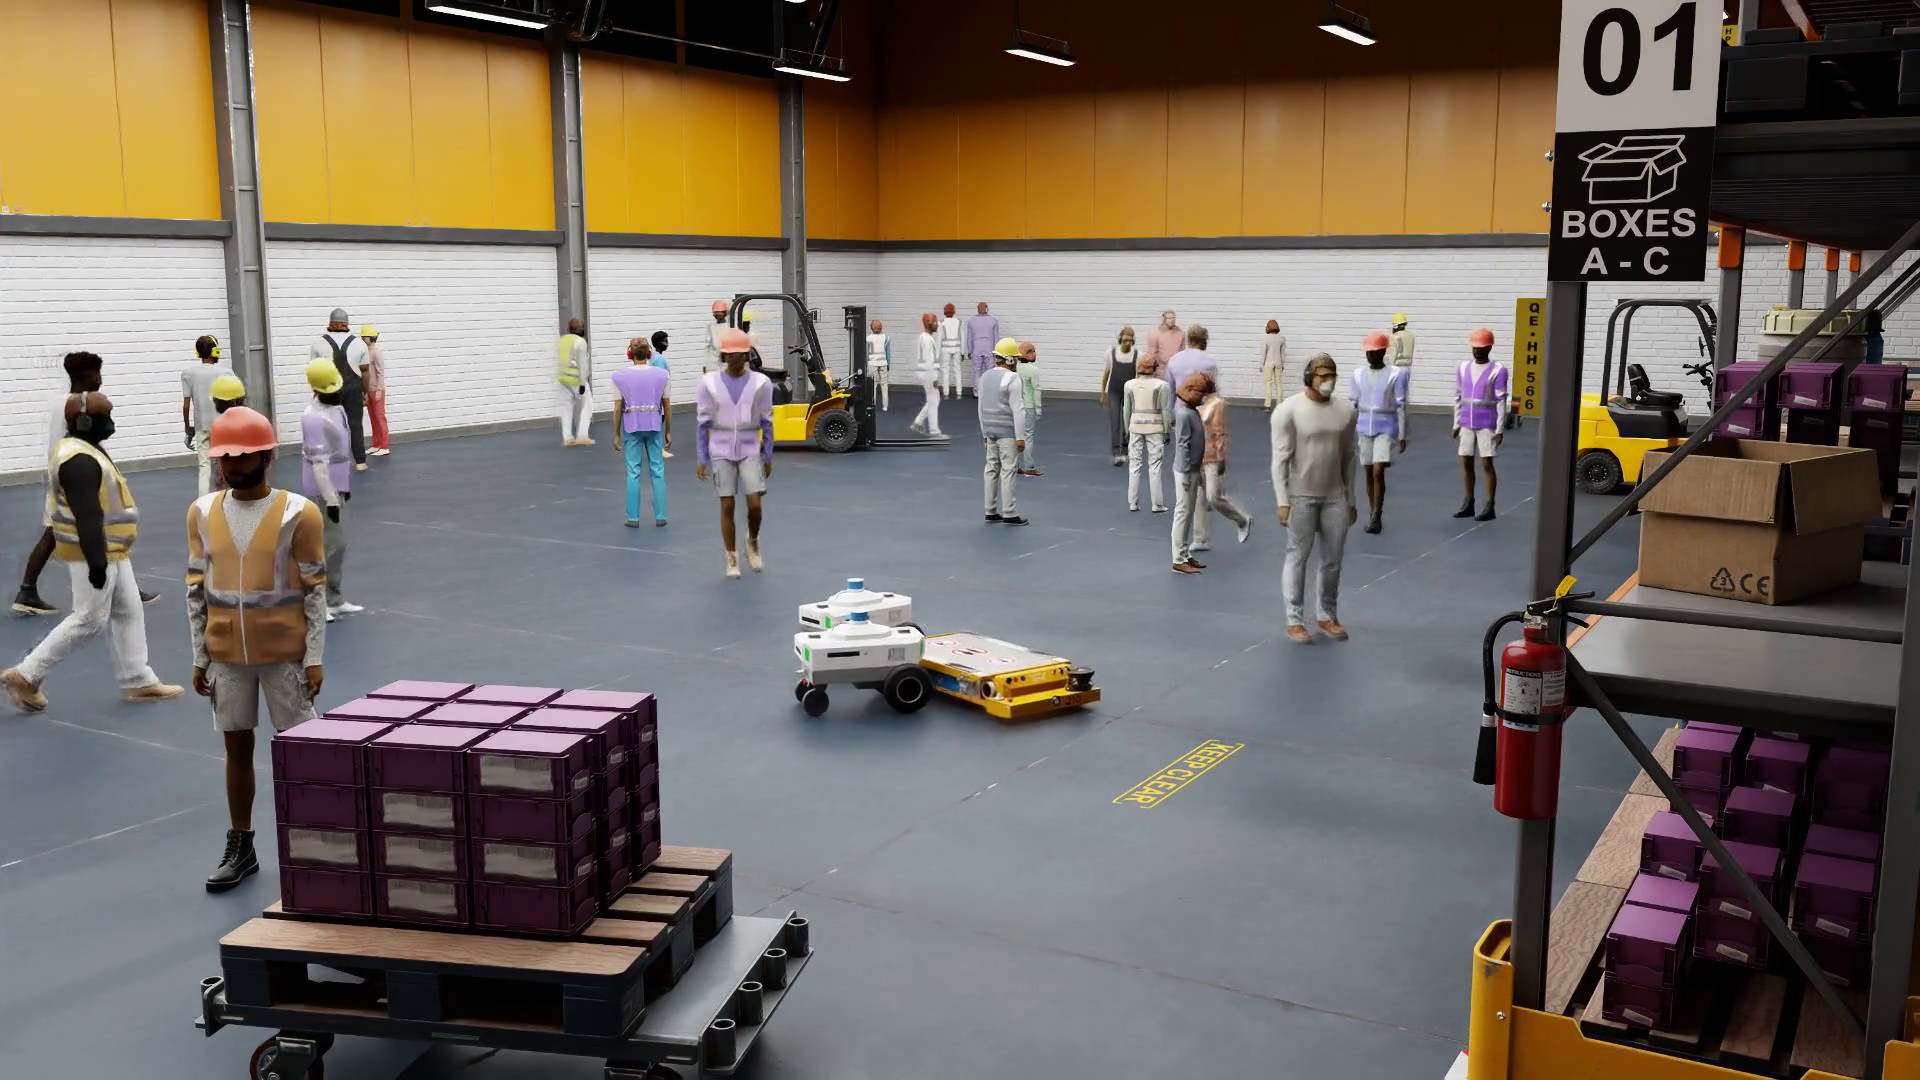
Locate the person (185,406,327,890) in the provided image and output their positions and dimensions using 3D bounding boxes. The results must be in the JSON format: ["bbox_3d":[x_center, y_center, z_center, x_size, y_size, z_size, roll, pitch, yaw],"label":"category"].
[{"bbox_3d":[-2.794,0.436,6.618,0.543,1.938,0.356,0,9,-3],"label":"person"}]

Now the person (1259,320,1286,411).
[{"bbox_3d":[5.603,-3.129,29.826,0.497,1.632,0.289,-3,10,-18],"label":"person"}]

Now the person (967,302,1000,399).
[{"bbox_3d":[0.459,-3.716,32.654,0.636,1.902,0.406,0,9,3],"label":"person"}]

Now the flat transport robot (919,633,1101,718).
[{"bbox_3d":[0.112,0.762,9.773,0.652,0.197,1.431,-7,11,-36],"label":"flat transport robot"}]

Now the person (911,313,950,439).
[{"bbox_3d":[-0.428,-2.411,24.575,0.479,1.877,0.598,0,9,-1],"label":"person"}]

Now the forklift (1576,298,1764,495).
[{"bbox_3d":[7.954,-1.589,18.462,2.313,2.155,1.214,5,11,30],"label":"forklift"}]

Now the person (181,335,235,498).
[{"bbox_3d":[-7.238,-1.046,16.105,0.521,1.863,0.319,-2,9,-11],"label":"person"}]

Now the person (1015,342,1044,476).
[{"bbox_3d":[0.796,-1.589,20.203,0.277,1.633,0.507,-9,13,-43],"label":"person"}]

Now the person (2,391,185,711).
[{"bbox_3d":[-4.915,0.068,9.324,0.835,1.813,0.630,-4,10,-23],"label":"person"}]

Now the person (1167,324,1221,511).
[{"bbox_3d":[2.416,-1.265,17.268,0.531,1.927,0.756,-7,12,-38],"label":"person"}]

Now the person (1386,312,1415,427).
[{"bbox_3d":[7.019,-2.720,26.642,0.591,1.834,0.404,-8,12,-40],"label":"person"}]

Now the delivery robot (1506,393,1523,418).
[{"bbox_3d":[8.672,-2.103,26.479,0.707,0.478,0.477,-9,13,-43],"label":"delivery robot"}]

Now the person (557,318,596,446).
[{"bbox_3d":[-5.465,-2.250,23.737,0.647,1.820,0.542,7,12,39],"label":"person"}]

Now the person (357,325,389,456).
[{"bbox_3d":[-7.936,-2.017,22.464,0.315,1.769,0.523,-8,12,-40],"label":"person"}]

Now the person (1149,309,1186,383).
[{"bbox_3d":[3.364,-2.728,26.523,0.682,1.880,0.764,-3,10,-17],"label":"person"}]

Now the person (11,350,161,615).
[{"bbox_3d":[-6.430,-0.411,12.037,0.600,1.917,1.008,8,12,40],"label":"person"}]

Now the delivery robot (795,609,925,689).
[{"bbox_3d":[-0.570,0.632,9.405,0.707,0.478,0.477,-2,9,-15],"label":"delivery robot"}]

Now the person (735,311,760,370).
[{"bbox_3d":[-3.367,-2.634,25.972,0.994,1.869,0.620,-3,9,-16],"label":"person"}]

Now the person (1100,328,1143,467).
[{"bbox_3d":[2.073,-1.833,21.331,0.551,1.770,1.003,0,9,2],"label":"person"}]

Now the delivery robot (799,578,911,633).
[{"bbox_3d":[-0.650,0.482,10.344,0.707,0.478,0.477,-8,12,-41],"label":"delivery robot"}]

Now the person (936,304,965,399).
[{"bbox_3d":[-0.189,-3.656,32.434,0.605,1.873,0.543,-3,9,-16],"label":"person"}]

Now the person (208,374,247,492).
[{"bbox_3d":[-5.219,-0.362,12.216,0.550,1.738,0.593,7,12,38],"label":"person"}]

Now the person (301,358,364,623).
[{"bbox_3d":[-4.501,-0.357,11.804,0.382,1.878,0.669,-2,9,-11],"label":"person"}]

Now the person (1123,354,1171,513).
[{"bbox_3d":[1.921,-1.093,17.095,0.510,1.639,0.308,5,10,26],"label":"person"}]

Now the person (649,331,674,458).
[{"bbox_3d":[-4.011,-1.938,22.178,0.321,1.698,0.537,-3,10,-18],"label":"person"}]

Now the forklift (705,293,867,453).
[{"bbox_3d":[-2.458,-2.344,23.176,2.313,2.155,1.214,0,9,-2],"label":"forklift"}]

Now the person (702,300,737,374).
[{"bbox_3d":[-3.946,-2.918,27.300,0.629,2.014,0.769,2,9,14],"label":"person"}]

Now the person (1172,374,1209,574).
[{"bbox_3d":[1.896,-0.546,13.696,0.288,1.633,0.497,3,10,18],"label":"person"}]

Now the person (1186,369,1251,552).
[{"bbox_3d":[2.257,-0.700,14.682,0.571,1.620,0.553,-4,10,-24],"label":"person"}]

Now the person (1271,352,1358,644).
[{"bbox_3d":[2.365,-0.281,11.097,0.648,1.936,0.379,-3,10,-18],"label":"person"}]

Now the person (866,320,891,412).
[{"bbox_3d":[-1.471,-3.087,29.540,0.514,1.641,0.307,-4,10,-24],"label":"person"}]

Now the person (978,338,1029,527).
[{"bbox_3d":[0.436,-1.051,16.227,0.403,1.831,0.596,-7,12,-38],"label":"person"}]

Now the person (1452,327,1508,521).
[{"bbox_3d":[5.162,-1.155,16.593,0.387,1.929,0.555,-8,12,-42],"label":"person"}]

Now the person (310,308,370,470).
[{"bbox_3d":[-7.711,-1.878,20.744,0.686,2.000,0.535,-3,10,-20],"label":"person"}]

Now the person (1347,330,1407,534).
[{"bbox_3d":[3.880,-1.010,15.699,0.582,1.912,0.704,7,11,35],"label":"person"}]

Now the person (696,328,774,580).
[{"bbox_3d":[-1.800,-0.682,13.333,0.629,2.029,0.426,-1,9,-8],"label":"person"}]

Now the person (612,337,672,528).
[{"bbox_3d":[-3.062,-1.033,16.062,0.566,1.849,0.387,-3,10,-19],"label":"person"}]
